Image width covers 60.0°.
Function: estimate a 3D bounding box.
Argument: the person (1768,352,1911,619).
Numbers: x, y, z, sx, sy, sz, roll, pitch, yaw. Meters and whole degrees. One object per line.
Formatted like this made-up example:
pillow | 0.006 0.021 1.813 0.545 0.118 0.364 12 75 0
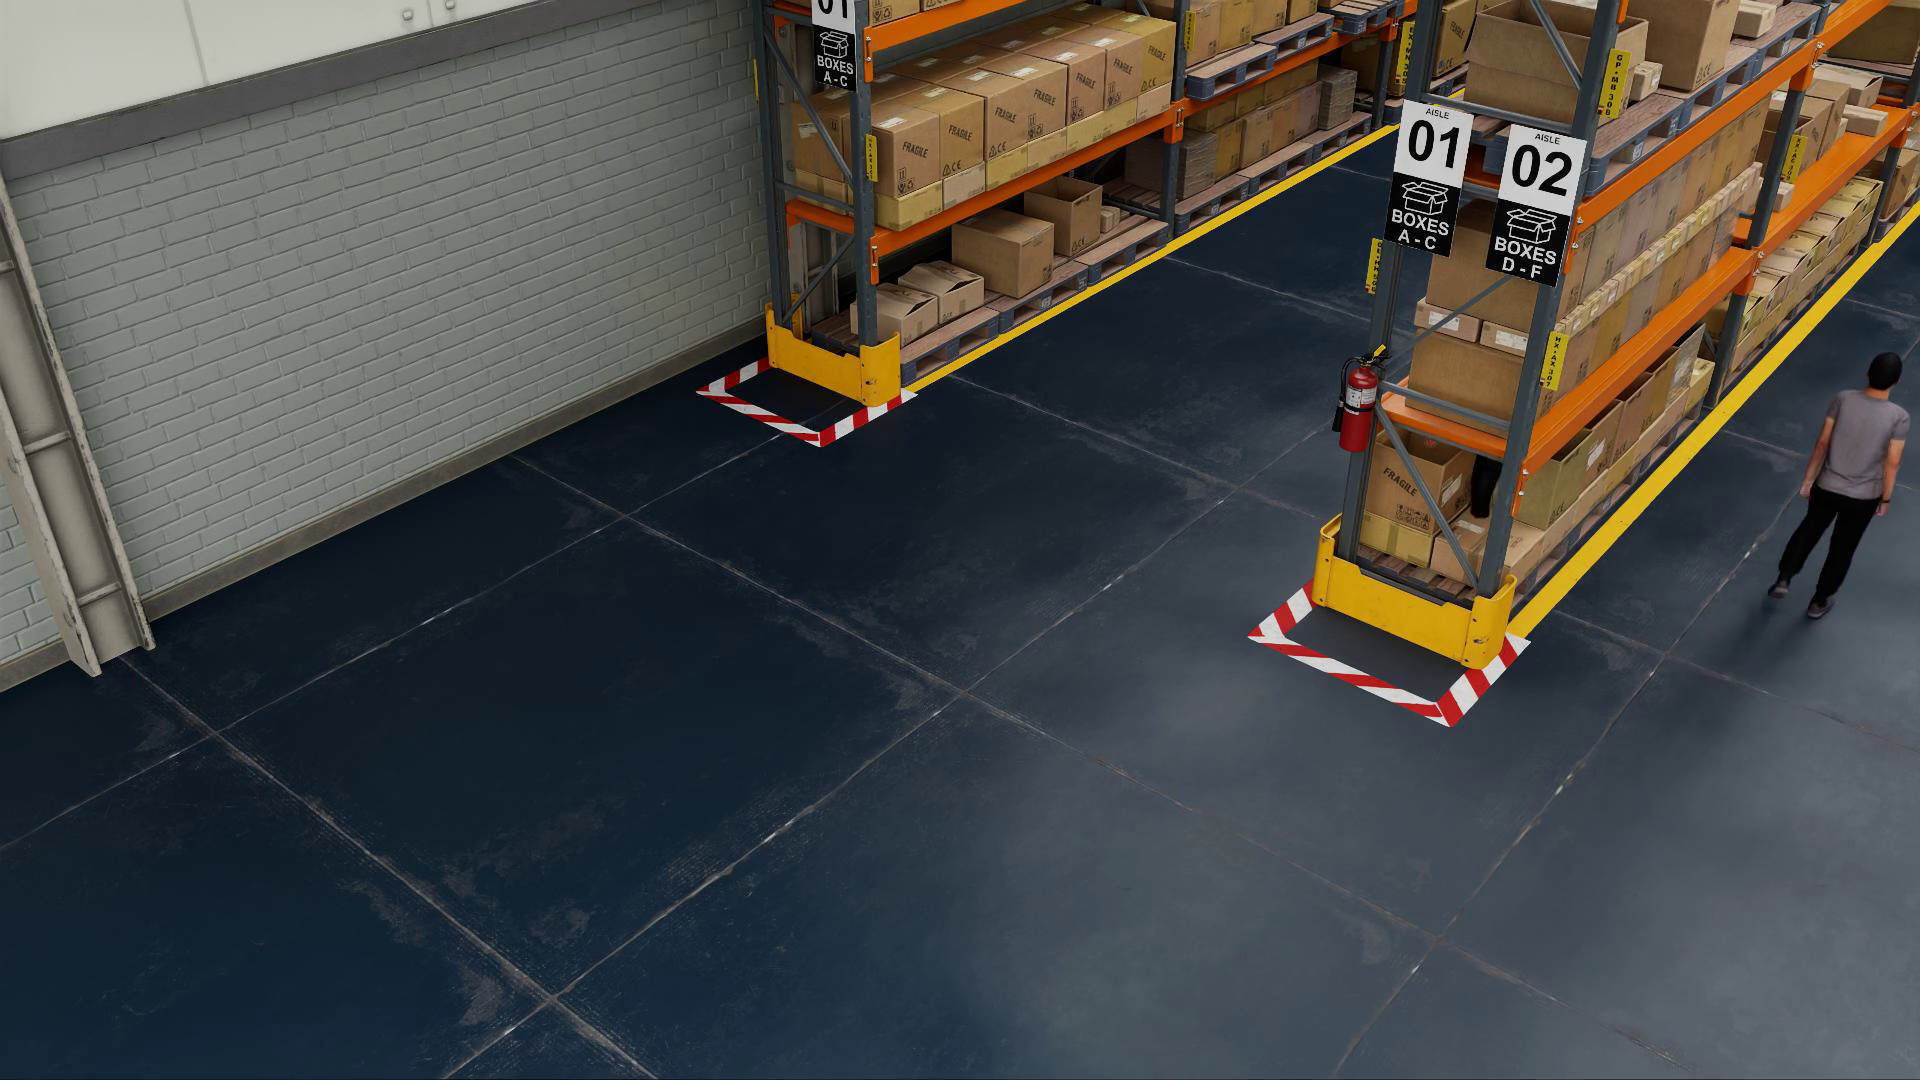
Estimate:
person | 5.231 -0.273 9.865 0.761 1.743 0.676 -27 41 -35
